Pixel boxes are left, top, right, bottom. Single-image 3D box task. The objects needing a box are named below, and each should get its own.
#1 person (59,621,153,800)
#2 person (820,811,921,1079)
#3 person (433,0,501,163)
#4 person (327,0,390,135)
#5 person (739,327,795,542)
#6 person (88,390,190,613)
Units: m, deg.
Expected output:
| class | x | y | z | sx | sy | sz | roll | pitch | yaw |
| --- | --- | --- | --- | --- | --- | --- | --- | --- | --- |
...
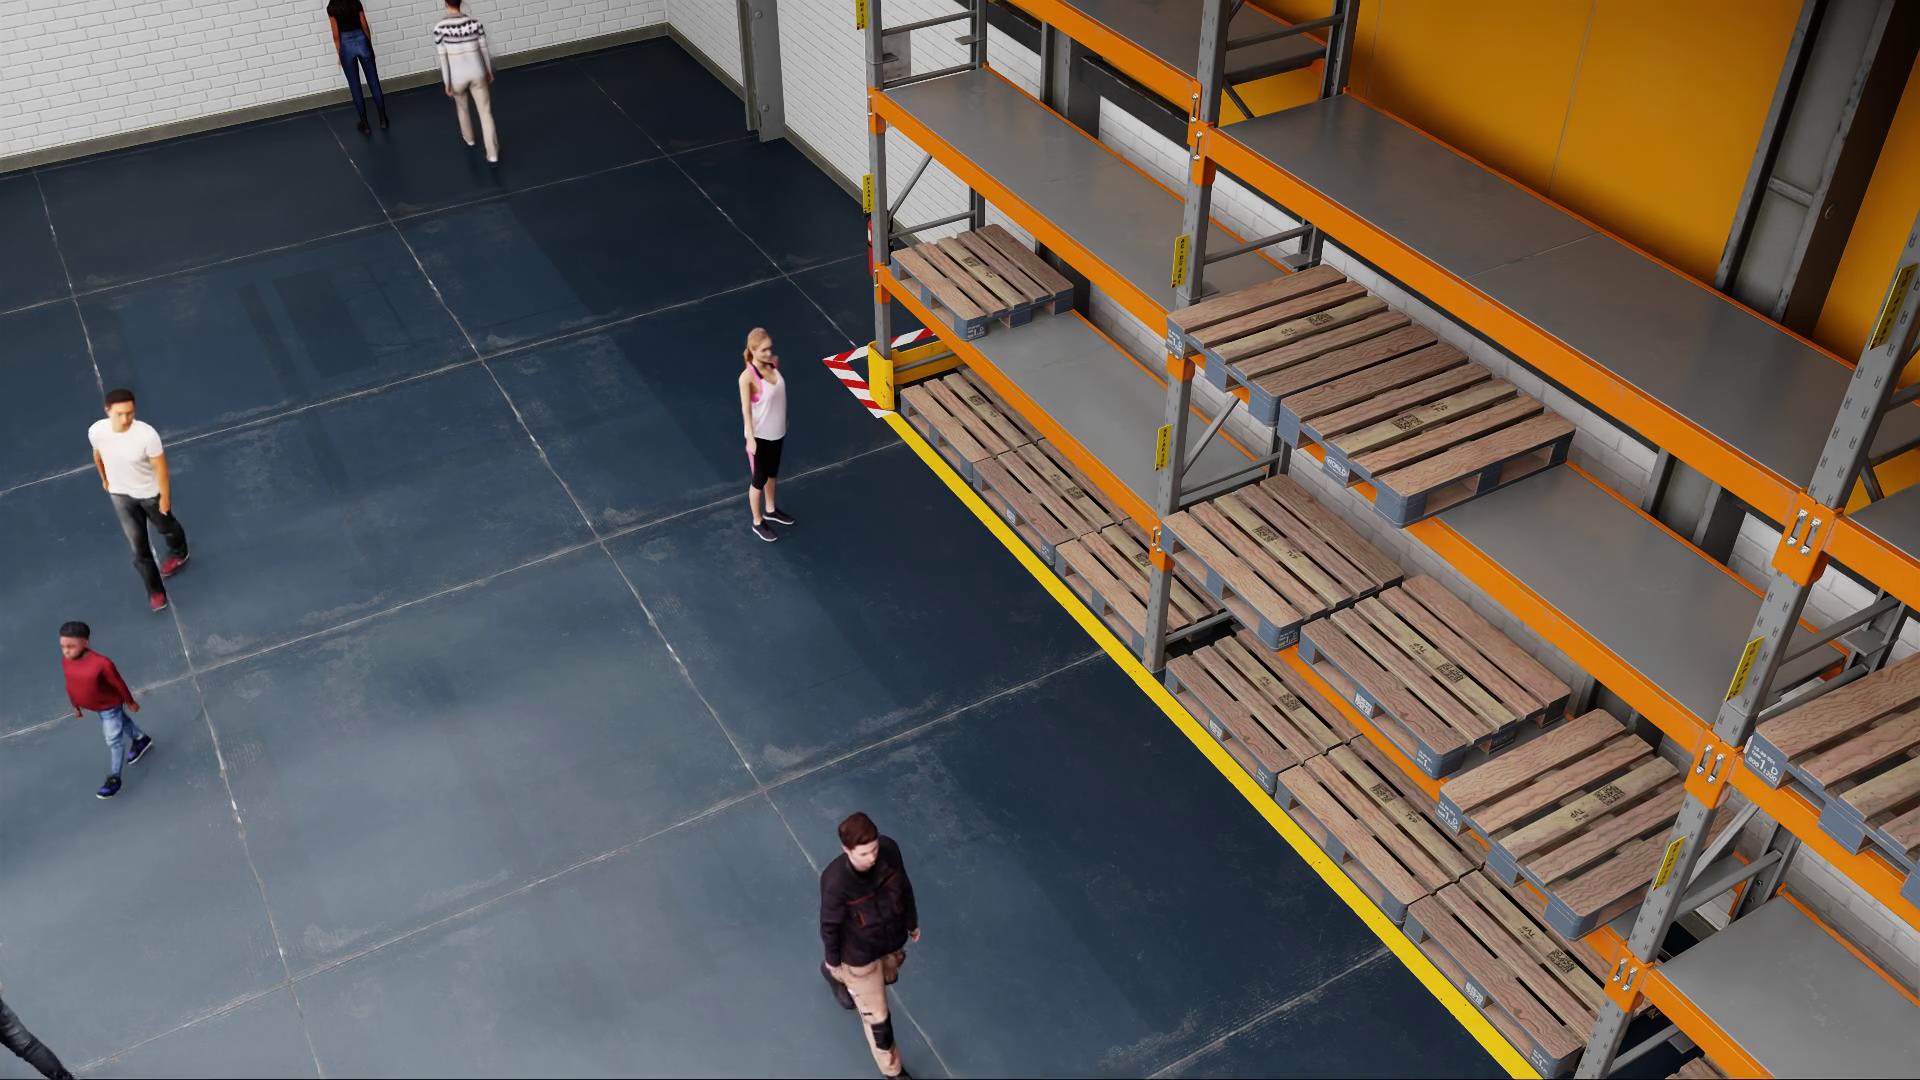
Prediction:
| class | x | y | z | sx | sy | sz | roll | pitch | yaw |
| --- | --- | --- | --- | --- | --- | --- | --- | --- | --- |
| person | -5.434 | 0.978 | 10.616 | 0.832 | 1.234 | 0.890 | 9 | 40 | 12 |
| person | -0.501 | 2.063 | 8.723 | 0.892 | 1.901 | 1.246 | -31 | 48 | -33 |
| person | -5.125 | -4.813 | 17.396 | 0.784 | 1.822 | 1.234 | -16 | 41 | -19 |
| person | -6.553 | -5.286 | 18.054 | 0.550 | 1.740 | 0.521 | -21 | 43 | -24 |
| person | -1.462 | -0.813 | 12.417 | 0.688 | 1.786 | 0.691 | 20 | 43 | 24 |
| person | -5.874 | -0.392 | 11.921 | 0.956 | 1.746 | 1.158 | 0 | 39 | 0 |
